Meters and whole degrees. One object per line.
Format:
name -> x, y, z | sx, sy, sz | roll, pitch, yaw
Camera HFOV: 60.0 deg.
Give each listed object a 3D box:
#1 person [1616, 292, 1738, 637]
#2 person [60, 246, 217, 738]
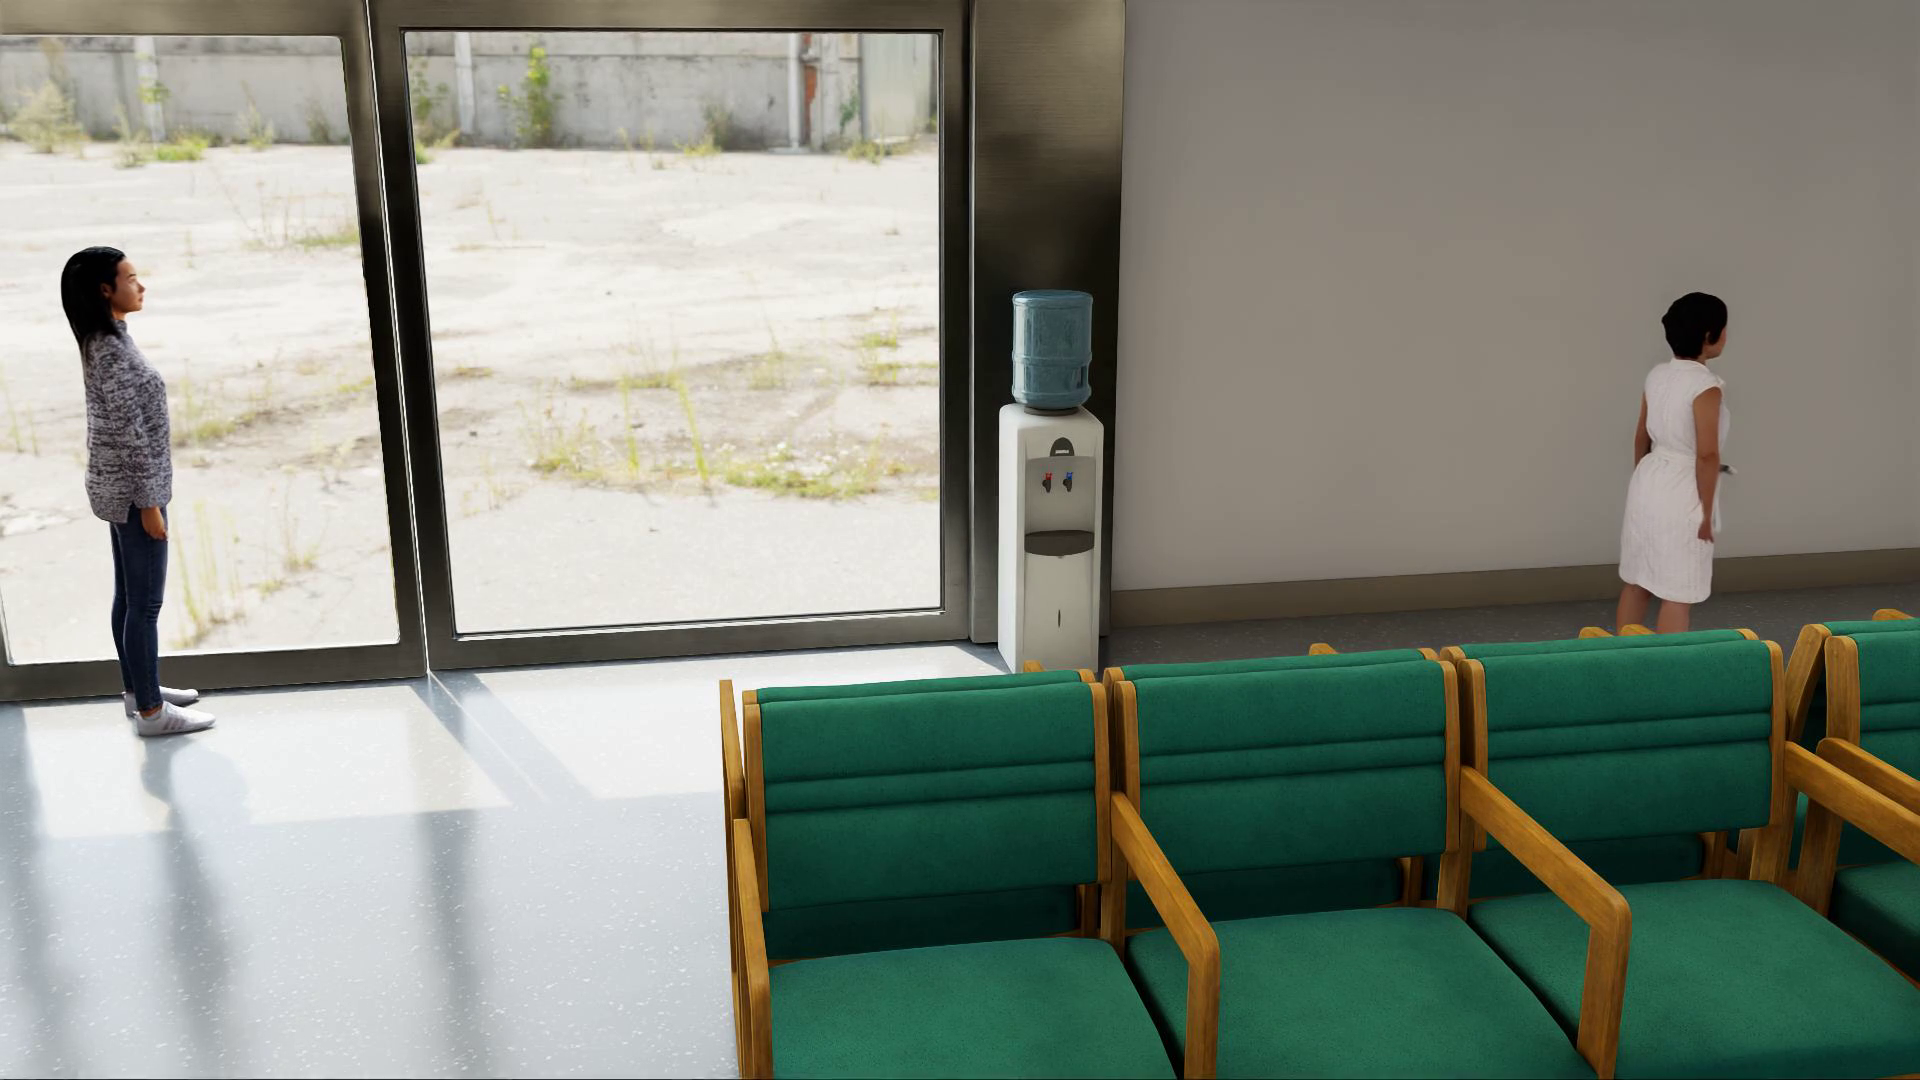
person -> 2.616, -0.130, 6.101 | 0.630, 1.555, 0.475 | -4, 16, -15
person -> -2.964, -0.176, 5.936 | 0.743, 1.732, 0.597 | -10, 19, -32
